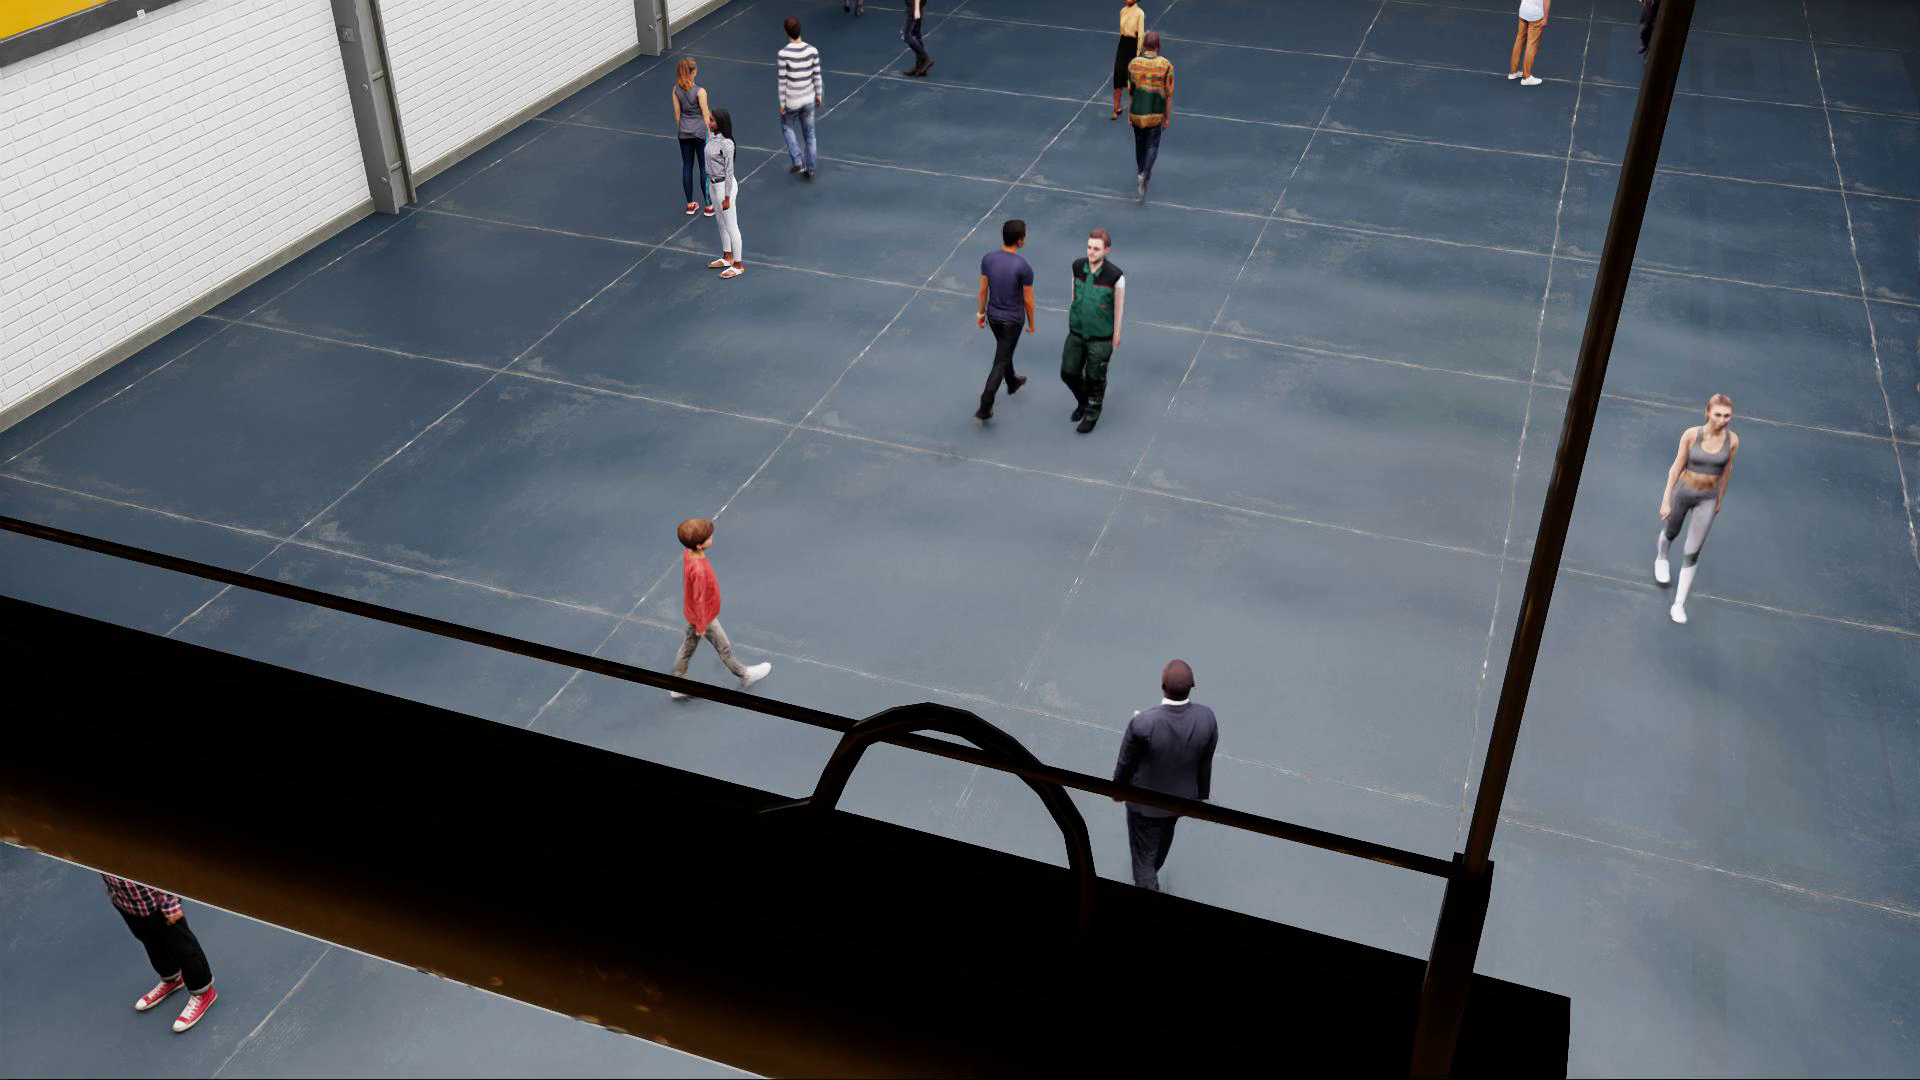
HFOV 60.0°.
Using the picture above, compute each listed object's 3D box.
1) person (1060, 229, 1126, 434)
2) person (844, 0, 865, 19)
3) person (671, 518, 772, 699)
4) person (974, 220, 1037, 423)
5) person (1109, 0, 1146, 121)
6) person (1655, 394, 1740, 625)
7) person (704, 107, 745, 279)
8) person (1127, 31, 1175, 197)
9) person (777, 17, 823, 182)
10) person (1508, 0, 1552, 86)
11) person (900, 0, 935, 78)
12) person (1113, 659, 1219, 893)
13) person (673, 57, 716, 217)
[{"bbox_3d":[1.148,-1.787,14.015,0.707,1.837,0.709,19,38,26],"label":"person"},{"bbox_3d":[-1.539,-8.430,24.126,0.587,1.707,0.702,13,36,19],"label":"person"},{"bbox_3d":[-1.777,0.490,10.997,0.955,1.385,0.914,-13,36,-18],"label":"person"},{"bbox_3d":[0.340,-1.819,14.153,0.814,1.736,1.222,18,37,24],"label":"person"},{"bbox_3d":[2.168,-6.016,20.569,0.831,1.625,1.071,28,43,35],"label":"person"},{"bbox_3d":[5.242,-0.313,11.961,0.664,1.655,1.126,8,34,11],"label":"person"},{"bbox_3d":[-2.379,-3.508,16.704,0.714,1.725,0.673,-18,38,-25],"label":"person"},{"bbox_3d":[2.074,-4.711,18.457,0.728,1.789,1.042,8,35,13],"label":"person"},{"bbox_3d":[-1.785,-4.916,18.729,0.824,1.830,0.877,-12,35,-17],"label":"person"},{"bbox_3d":[7.495,-6.902,21.723,0.824,1.822,0.749,-13,36,-18],"label":"person"},{"bbox_3d":[-0.497,-7.019,21.848,0.874,1.879,0.767,-2,34,-4],"label":"person"},{"bbox_3d":[1.119,1.460,9.156,1.092,1.806,1.255,-8,34,-12],"label":"person"},{"bbox_3d":[-2.877,-4.363,17.994,0.557,1.722,0.521,11,35,16],"label":"person"}]
